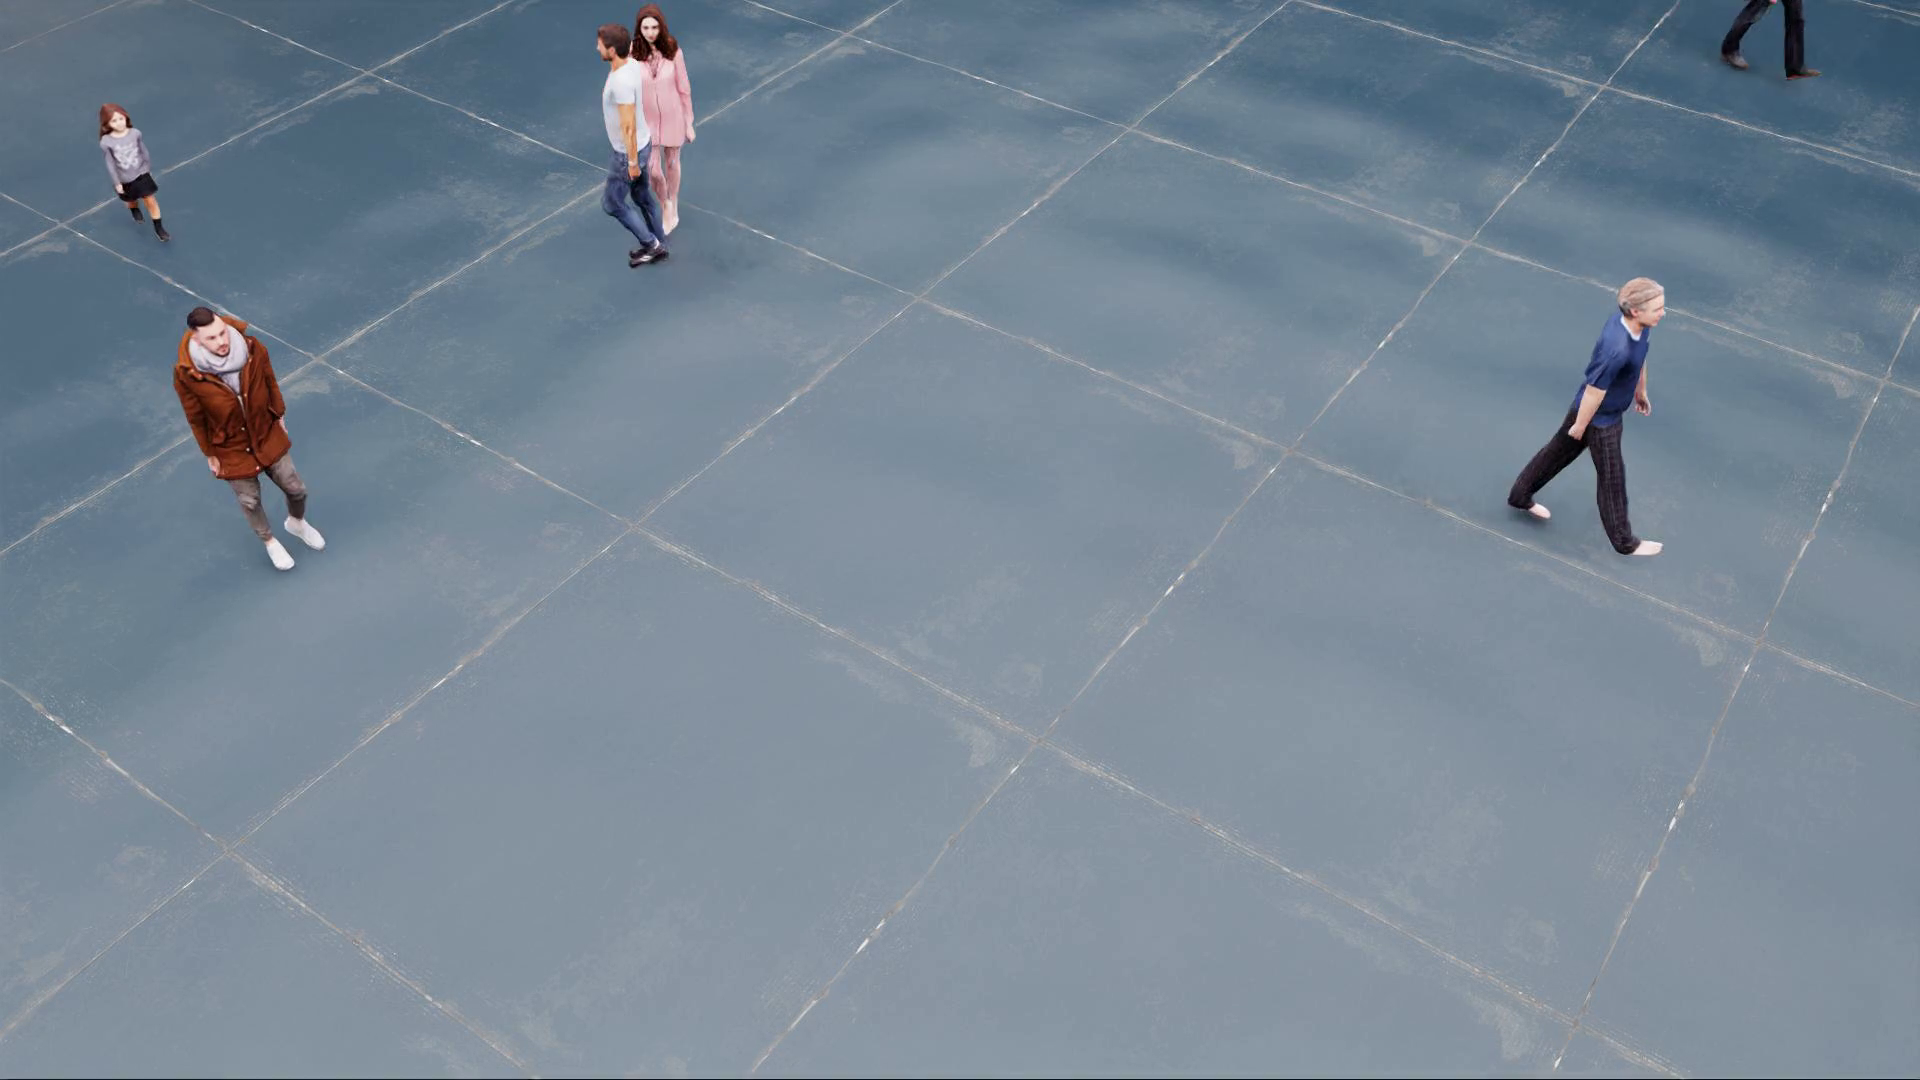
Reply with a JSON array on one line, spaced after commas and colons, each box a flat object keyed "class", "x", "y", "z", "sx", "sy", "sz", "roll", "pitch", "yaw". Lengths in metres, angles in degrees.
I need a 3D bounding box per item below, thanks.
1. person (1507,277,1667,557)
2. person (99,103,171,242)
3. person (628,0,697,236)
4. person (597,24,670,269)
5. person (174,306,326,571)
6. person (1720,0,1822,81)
[{"class": "person", "x": 3.630, "y": -0.764, "z": 9.701, "sx": 1.193, "sy": 1.822, "sz": 0.771, "roll": 19, "pitch": 46, "yaw": 19}, {"class": "person", "x": -6.179, "y": -2.753, "z": 12.365, "sx": 0.571, "sy": 1.092, "sz": 0.737, "roll": -31, "pitch": 51, "yaw": -29}, {"class": "person", "x": -2.200, "y": -3.133, "z": 12.265, "sx": 0.767, "sy": 1.785, "sz": 0.833, "roll": -5, "pitch": 43, "yaw": -5}, {"class": "person", "x": -2.248, "y": -2.776, "z": 11.832, "sx": 0.815, "sy": 1.854, "sz": 0.775, "roll": -1, "pitch": 43, "yaw": -2}, {"class": "person", "x": -4.133, "y": -0.602, "z": 9.525, "sx": 0.775, "sy": 1.825, "sz": 0.767, "roll": -32, "pitch": 51, "yaw": -29}, {"class": "person", "x": 6.898, "y": -4.816, "z": 14.075, "sx": 1.035, "sy": 1.774, "sz": 1.239, "roll": -22, "pitch": 47, "yaw": -21}]
